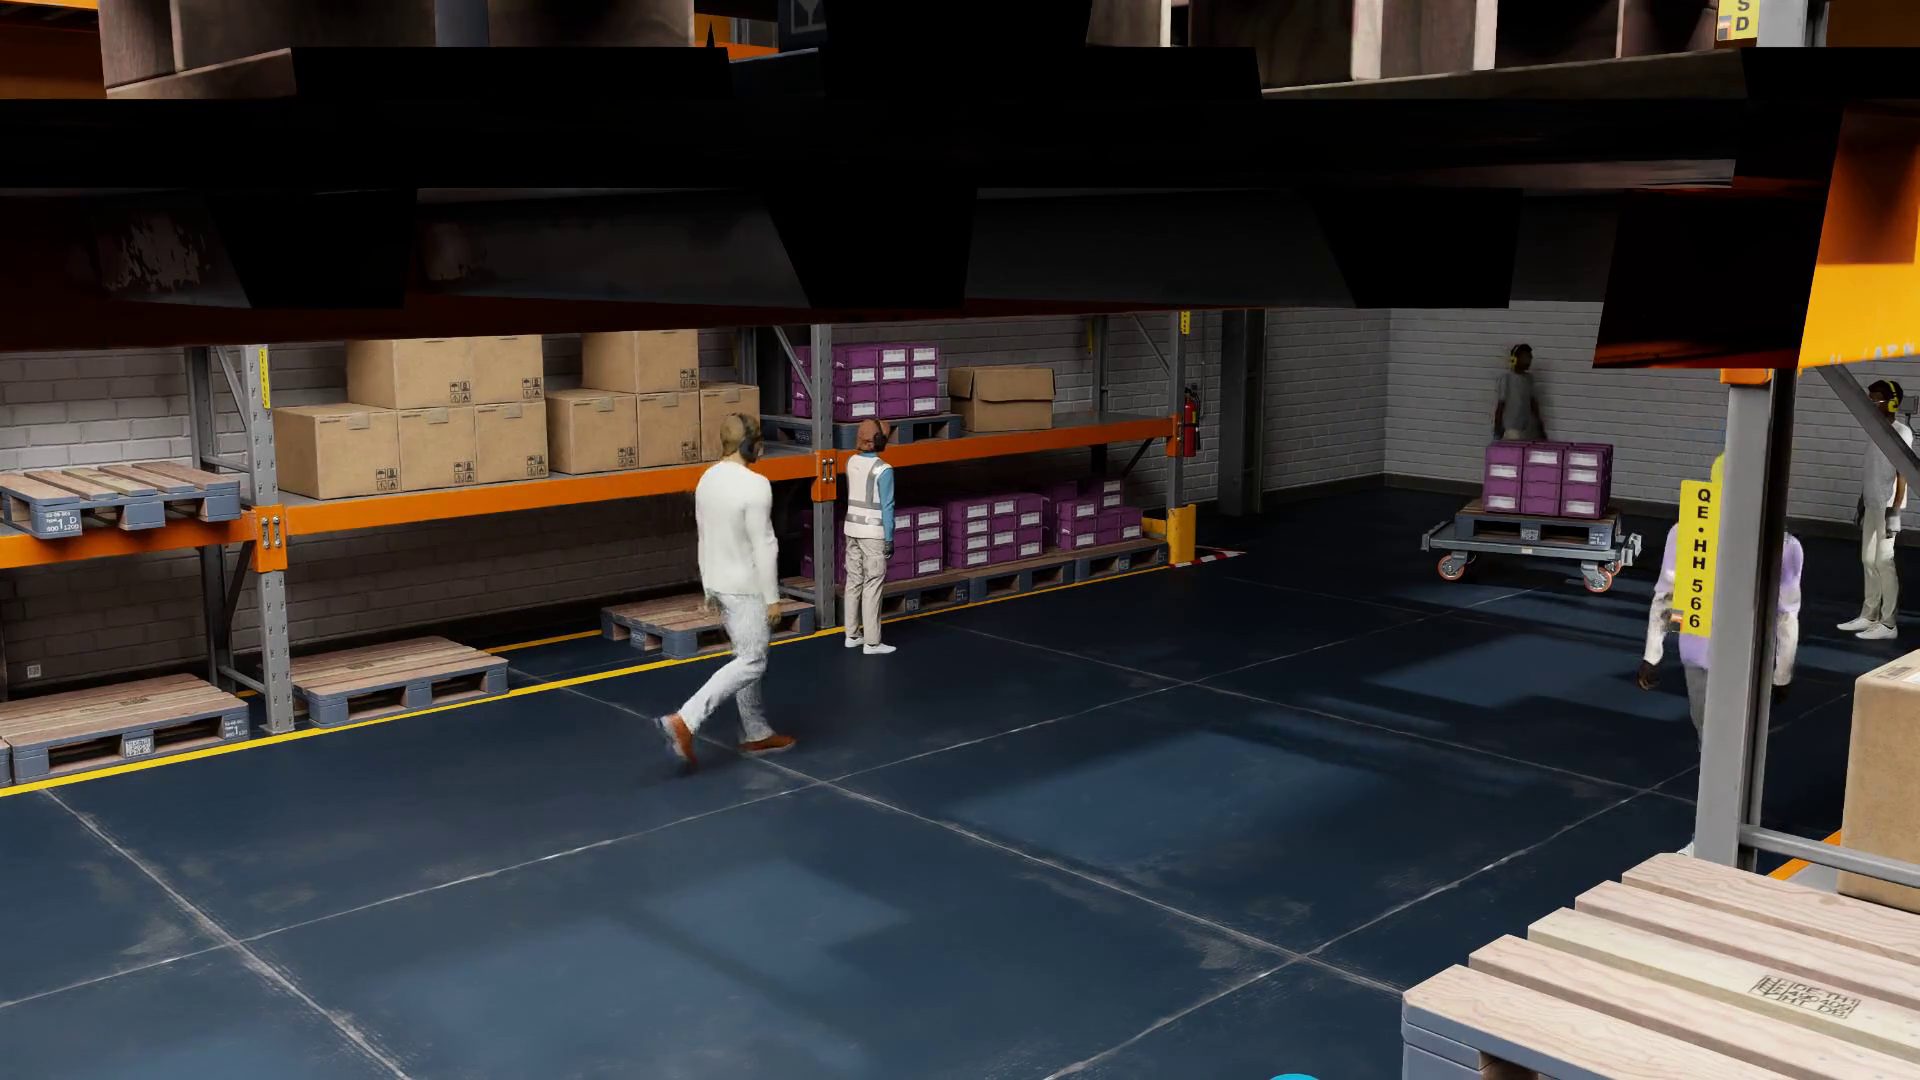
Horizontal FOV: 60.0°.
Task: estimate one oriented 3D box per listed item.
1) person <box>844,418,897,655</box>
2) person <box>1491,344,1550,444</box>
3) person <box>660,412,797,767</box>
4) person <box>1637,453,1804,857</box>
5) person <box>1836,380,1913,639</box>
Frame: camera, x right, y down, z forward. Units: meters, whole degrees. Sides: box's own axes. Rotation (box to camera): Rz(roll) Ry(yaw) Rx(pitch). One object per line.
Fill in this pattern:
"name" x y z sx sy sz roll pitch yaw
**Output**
"person" -0.622 -0.023 11.477 0.319 1.628 0.508 -8 12 -39
"person" 5.934 -1.159 17.584 0.514 1.820 0.976 -8 12 -37
"person" -1.249 0.275 8.895 0.785 1.920 0.635 -7 12 -34
"person" 3.384 0.536 7.475 0.958 1.883 0.593 -9 13 -42
"person" 6.610 -0.219 11.957 0.316 1.861 0.514 0 10 3
